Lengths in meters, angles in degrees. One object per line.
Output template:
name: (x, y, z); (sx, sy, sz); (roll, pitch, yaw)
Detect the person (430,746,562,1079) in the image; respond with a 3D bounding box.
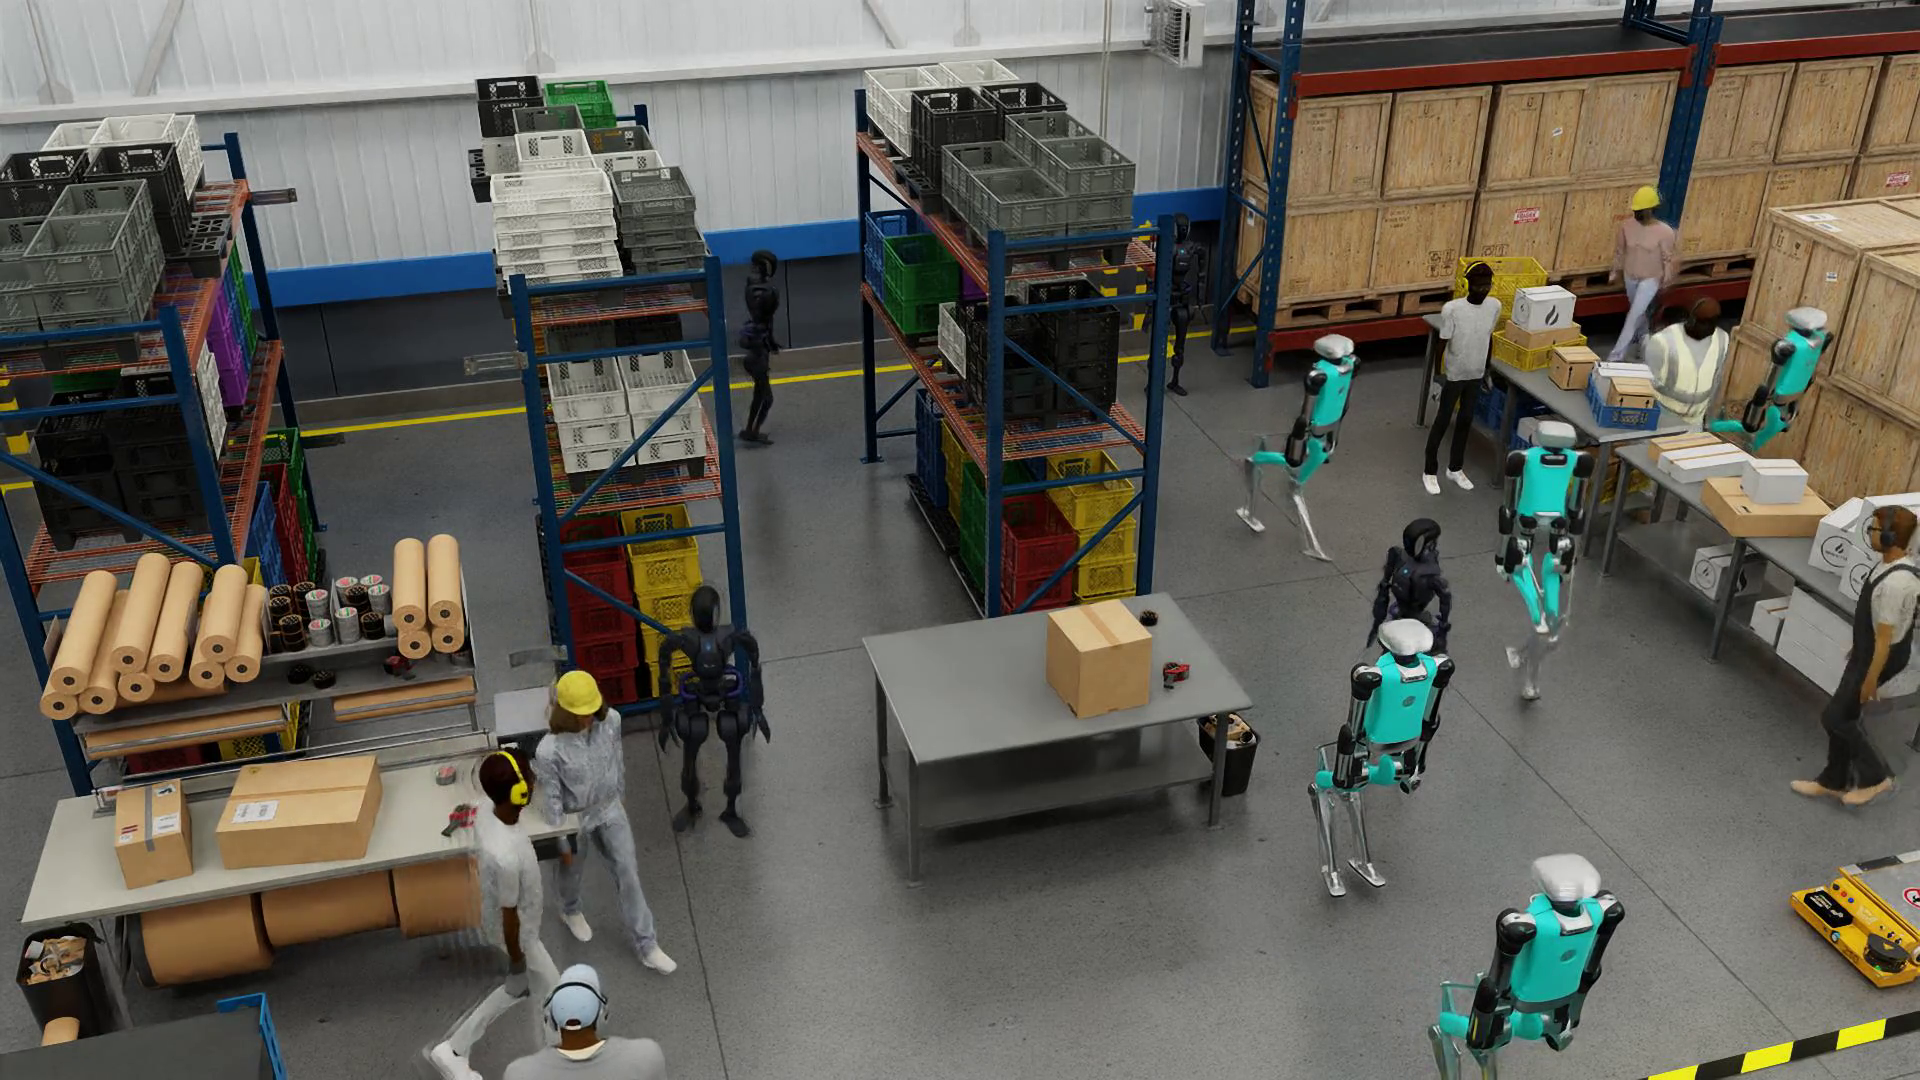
person: (-2.022, 1.745, 7.357); (0.727, 1.844, 0.534); (-14, 32, -24)

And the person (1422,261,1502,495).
person: (3.868, -1.245, 12.765); (0.534, 1.869, 0.314); (-8, 30, -14)

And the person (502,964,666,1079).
person: (-1.357, 2.342, 6.256); (0.589, 1.852, 0.399); (-7, 29, -12)

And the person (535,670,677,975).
person: (-1.795, 1.375, 8.174); (0.495, 1.697, 0.832); (-24, 37, -37)

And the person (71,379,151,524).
person: (-6.178, -0.934, 12.184); (0.567, 1.887, 0.658); (2, 29, 3)

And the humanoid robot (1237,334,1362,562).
humanoid robot: (2.345, -0.732, 12.027); (0.532, 1.772, 0.986); (-24, 37, -36)

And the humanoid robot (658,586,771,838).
humanoid robot: (-1.345, 0.918, 9.038); (0.613, 1.643, 0.473); (-5, 29, -9)

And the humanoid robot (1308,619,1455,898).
humanoid robot: (2.086, 1.049, 8.594); (0.533, 1.673, 0.735); (-8, 30, -14)

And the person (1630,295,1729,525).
person: (5.287, -0.987, 12.349); (0.620, 1.827, 0.548); (-2, 29, -4)

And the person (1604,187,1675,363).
person: (6.121, -2.364, 14.965); (0.978, 1.692, 0.529); (-20, 35, -32)

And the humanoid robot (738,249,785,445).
humanoid robot: (-1.653, -1.573, 13.569); (0.392, 1.646, 0.600); (2, 29, 3)

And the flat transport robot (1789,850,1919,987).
flat transport robot: (5.163, 1.916, 8.676); (1.431, 0.231, 0.659); (-8, 30, -14)

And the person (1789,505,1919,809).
person: (5.107, 0.682, 9.317); (0.423, 1.806, 0.619); (11, 31, 18)

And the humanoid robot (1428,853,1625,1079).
humanoid robot: (2.298, 1.895, 7.049); (0.533, 1.677, 0.735); (-8, 30, -14)

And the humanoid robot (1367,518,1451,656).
humanoid robot: (2.656, 0.572, 9.663); (0.452, 1.648, 0.616); (-14, 32, -24)

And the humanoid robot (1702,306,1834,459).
humanoid robot: (5.885, -1.026, 12.542); (0.546, 1.772, 0.997); (-14, 32, -23)

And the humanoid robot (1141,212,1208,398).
humanoid robot: (1.852, -2.025, 14.367); (0.599, 1.657, 0.315); (-8, 30, -14)

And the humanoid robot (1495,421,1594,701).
humanoid robot: (3.628, 0.242, 10.247); (0.532, 1.775, 0.980); (1, 29, 1)
